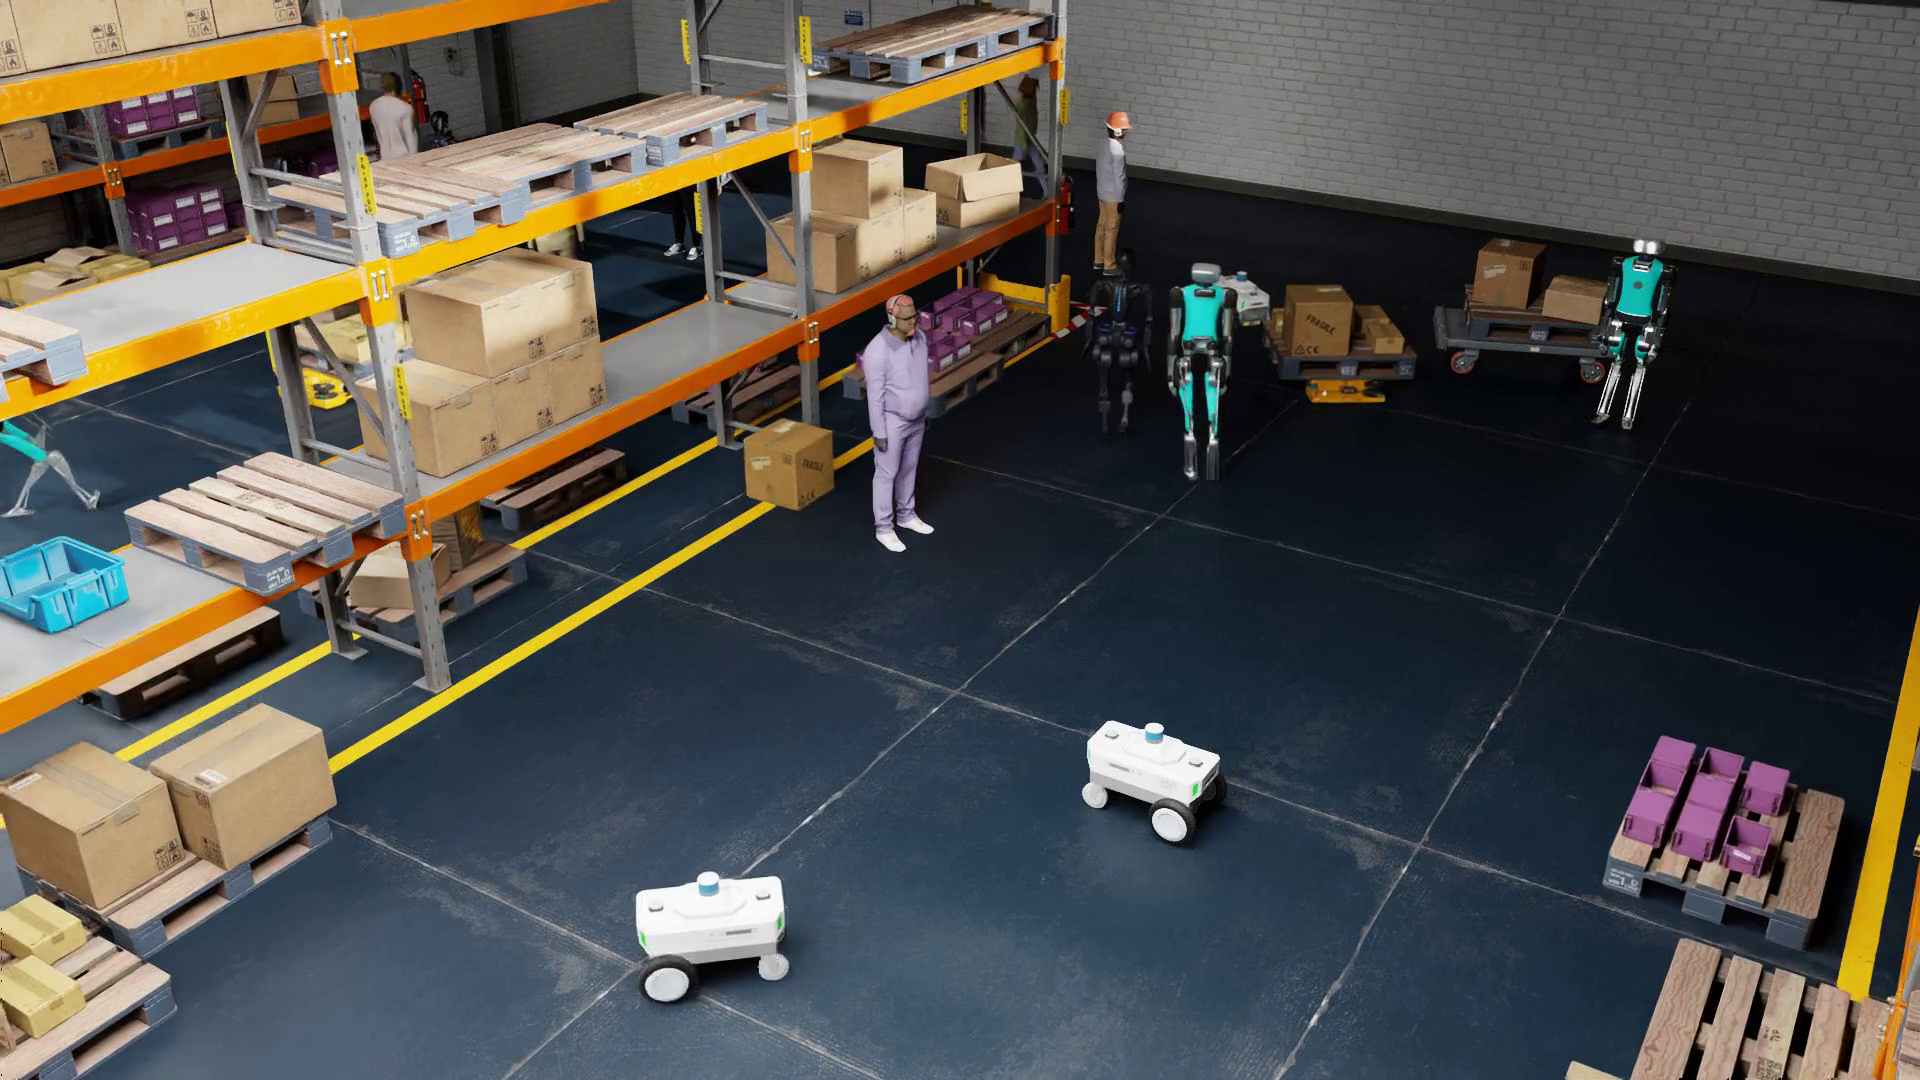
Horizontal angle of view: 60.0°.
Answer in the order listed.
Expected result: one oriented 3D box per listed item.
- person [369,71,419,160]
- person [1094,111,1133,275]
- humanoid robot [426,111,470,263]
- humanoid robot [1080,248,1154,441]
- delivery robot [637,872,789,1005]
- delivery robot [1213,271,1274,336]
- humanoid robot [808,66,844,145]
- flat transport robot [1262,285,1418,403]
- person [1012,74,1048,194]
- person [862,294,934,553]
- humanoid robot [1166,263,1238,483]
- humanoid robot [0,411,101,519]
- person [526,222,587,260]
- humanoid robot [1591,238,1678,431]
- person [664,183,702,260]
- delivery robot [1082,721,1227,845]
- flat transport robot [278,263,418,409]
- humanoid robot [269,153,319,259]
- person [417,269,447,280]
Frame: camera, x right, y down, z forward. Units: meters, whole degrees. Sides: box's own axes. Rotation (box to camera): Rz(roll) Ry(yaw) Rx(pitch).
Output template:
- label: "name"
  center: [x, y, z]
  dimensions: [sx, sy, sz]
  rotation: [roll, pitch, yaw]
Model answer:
- label: "person"
  center: [-6.326, -4.409, 19.068]
  dimensions: [0.660, 1.910, 0.834]
  rotation: [12, 29, 22]
- label: "person"
  center: [1.660, -3.739, 17.927]
  dimensions: [0.342, 1.747, 0.571]
  rotation: [-8, 28, -16]
- label: "humanoid robot"
  center: [-5.603, -3.886, 18.287]
  dimensions: [0.599, 1.655, 0.315]
  rotation: [16, 31, 28]
- label: "humanoid robot"
  center: [1.302, -1.622, 13.842]
  dimensions: [0.595, 1.652, 0.316]
  rotation: [6, 28, 12]
- label: "delivery robot"
  center: [-1.213, 1.887, 8.143]
  dimensions: [0.751, 0.576, 0.499]
  rotation: [-5, 27, -9]
- label: "delivery robot"
  center: [2.786, -2.379, 16.559]
  dimensions: [0.499, 0.585, 0.772]
  rotation: [-9, 28, -17]
- label: "humanoid robot"
  center: [-1.538, -4.857, 20.237]
  dimensions: [0.541, 1.863, 0.786]
  rotation: [17, 31, 30]
- label: "flat transport robot"
  center: [3.438, -1.600, 15.350]
  dimensions: [0.659, 0.231, 1.431]
  rotation: [0, 27, -1]
- label: "person"
  center: [0.899, -4.876, 20.326]
  dimensions: [0.847, 1.588, 0.524]
  rotation: [13, 30, 24]
- label: "person"
  center: [-0.413, -0.867, 12.098]
  dimensions: [0.405, 1.910, 0.638]
  rotation: [18, 32, 32]
- label: "humanoid robot"
  center: [1.884, -1.195, 12.986]
  dimensions: [0.538, 1.820, 0.739]
  rotation: [0, 27, 1]
- label: "humanoid robot"
  center: [-7.013, -0.965, 12.545]
  dimensions: [0.860, 1.824, 0.552]
  rotation: [-12, 29, -23]
- label: "person"
  center: [-3.999, -2.976, 16.432]
  dimensions: [0.592, 1.733, 0.594]
  rotation: [-9, 28, -18]
- label: "humanoid robot"
  center: [5.653, -1.765, 13.906]
  dimensions: [0.533, 1.677, 0.735]
  rotation: [16, 31, 28]
- label: "person"
  center: [-3.095, -4.005, 18.443]
  dimensions: [0.768, 1.757, 0.434]
  rotation: [15, 31, 28]
- label: "delivery robot"
  center: [1.076, 1.290, 9.309]
  dimensions: [0.739, 0.566, 0.499]
  rotation: [16, 31, 28]
- label: "flat transport robot"
  center: [-5.454, -1.568, 15.288]
  dimensions: [0.659, 0.231, 1.431]
  rotation: [17, 31, 30]
- label: "humanoid robot"
  center: [-6.590, -3.031, 16.612]
  dimensions: [0.589, 1.656, 0.327]
  rotation: [8, 28, 14]
- label: "person"
  center: [-4.051, -1.334, 13.082]
  dimensions: [0.338, 1.847, 0.506]
  rotation: [3, 27, 6]
